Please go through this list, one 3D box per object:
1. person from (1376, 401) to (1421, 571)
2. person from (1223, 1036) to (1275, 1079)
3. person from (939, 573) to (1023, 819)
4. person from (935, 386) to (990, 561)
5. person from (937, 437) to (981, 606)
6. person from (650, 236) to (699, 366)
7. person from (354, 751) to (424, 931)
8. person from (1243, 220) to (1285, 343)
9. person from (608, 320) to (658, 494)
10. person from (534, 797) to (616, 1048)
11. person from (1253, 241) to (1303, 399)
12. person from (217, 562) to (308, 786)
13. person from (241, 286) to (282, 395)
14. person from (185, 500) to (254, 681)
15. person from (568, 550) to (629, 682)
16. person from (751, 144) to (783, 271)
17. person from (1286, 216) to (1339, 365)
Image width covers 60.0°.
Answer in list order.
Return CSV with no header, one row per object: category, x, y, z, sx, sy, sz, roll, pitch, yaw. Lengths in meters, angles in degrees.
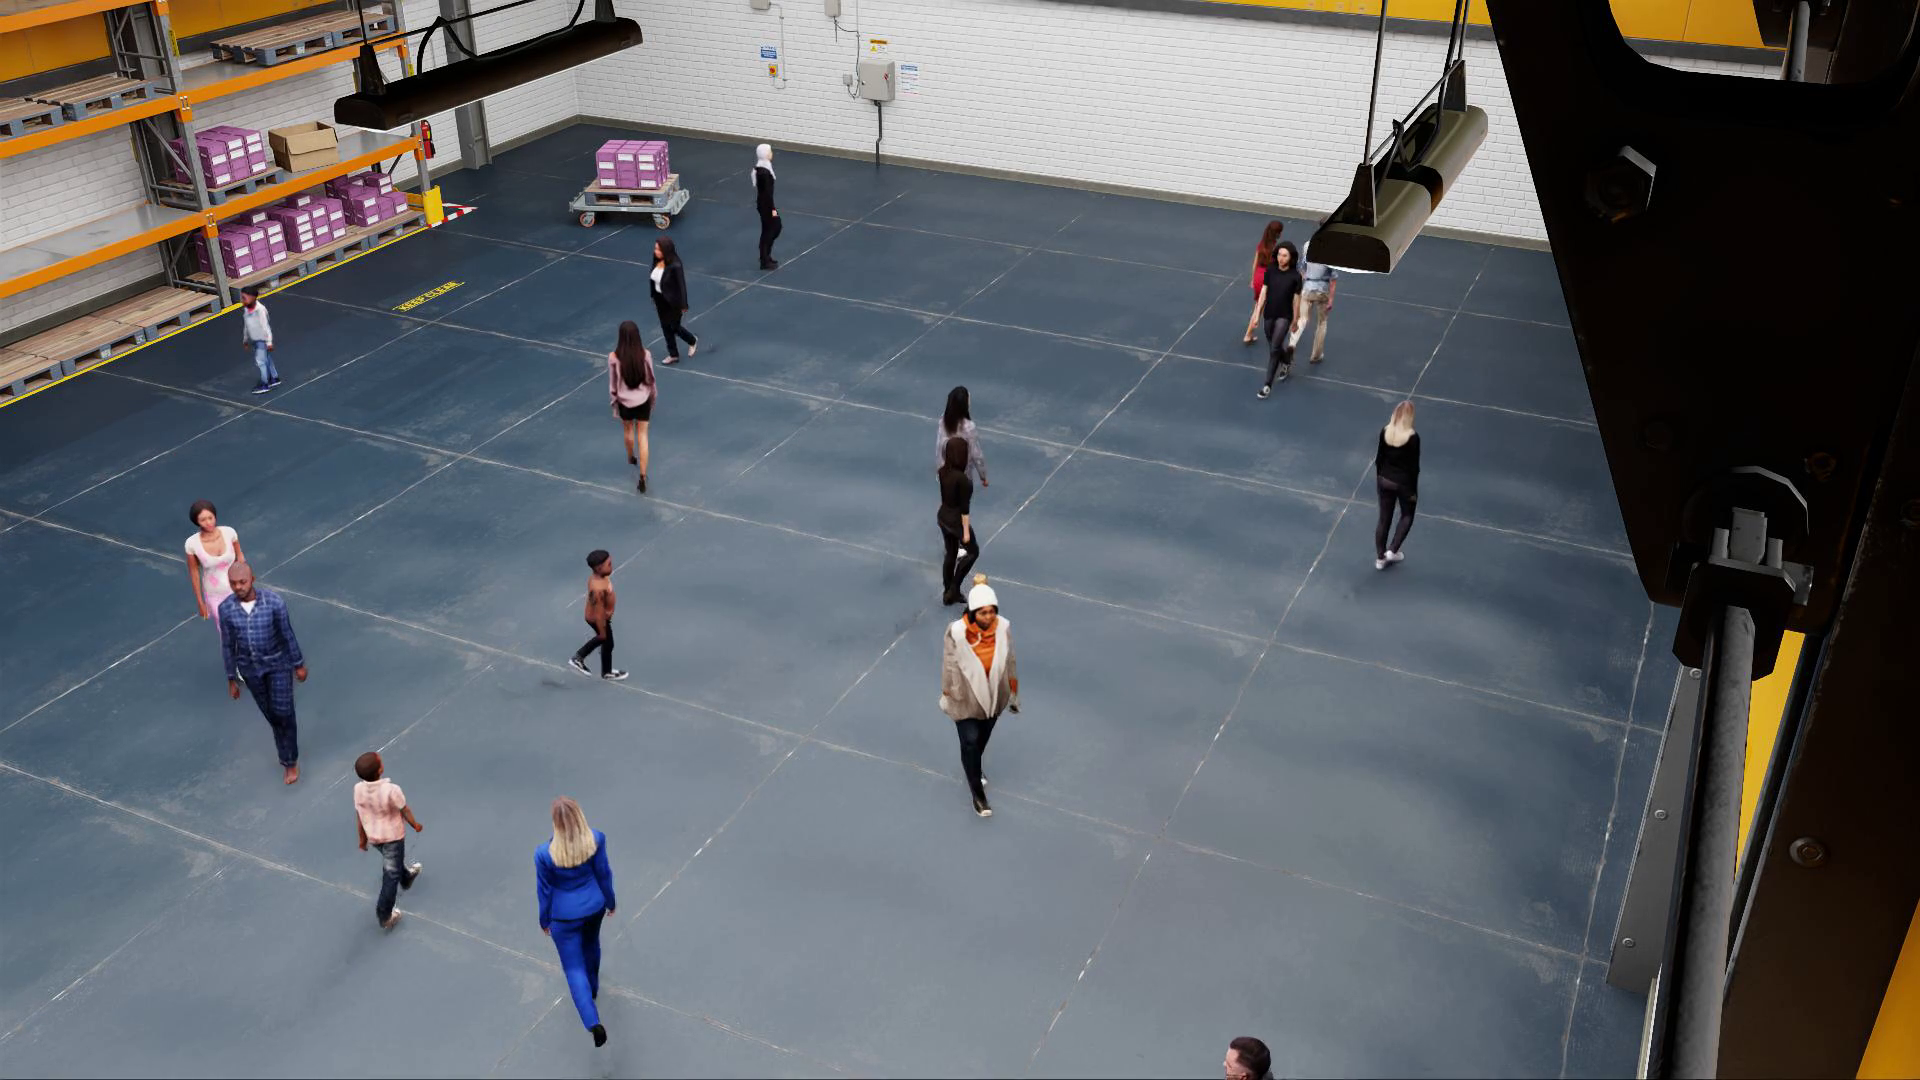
person,4.000,-0.473,15.444,0.710,1.677,0.689,24,37,37
person,1.574,3.271,8.453,0.890,1.798,1.105,6,29,11
person,0.101,1.063,12.434,1.076,1.863,1.118,-12,31,-21
person,-0.082,-0.592,15.624,0.852,1.712,0.779,-23,36,-36
person,-0.107,-0.122,14.846,0.708,1.633,0.683,-21,35,-33
person,-3.422,-2.896,19.958,0.724,1.608,0.820,20,34,32
person,-3.921,2.035,11.259,0.593,1.280,0.920,7,29,12
person,3.738,-3.156,20.539,0.788,1.507,1.141,24,37,37
person,-3.286,-1.316,16.882,1.017,1.780,1.104,-8,30,-14
person,-2.330,2.359,10.256,1.094,1.673,1.079,-15,32,-25
person,3.720,-2.613,19.235,0.854,1.803,1.188,23,36,36
person,-5.318,0.922,12.762,0.951,1.797,1.049,-3,29,-6
person,-8.100,-2.375,19.379,0.582,1.247,0.699,20,34,32
person,-6.091,0.426,13.754,0.995,1.717,0.974,-17,33,-28
person,-3.071,0.655,13.836,0.775,1.236,0.746,-4,29,-8
person,-2.747,-4.538,22.801,0.806,1.768,0.730,-6,29,-11
person,4.197,-2.919,19.770,0.755,1.829,1.028,18,34,30
